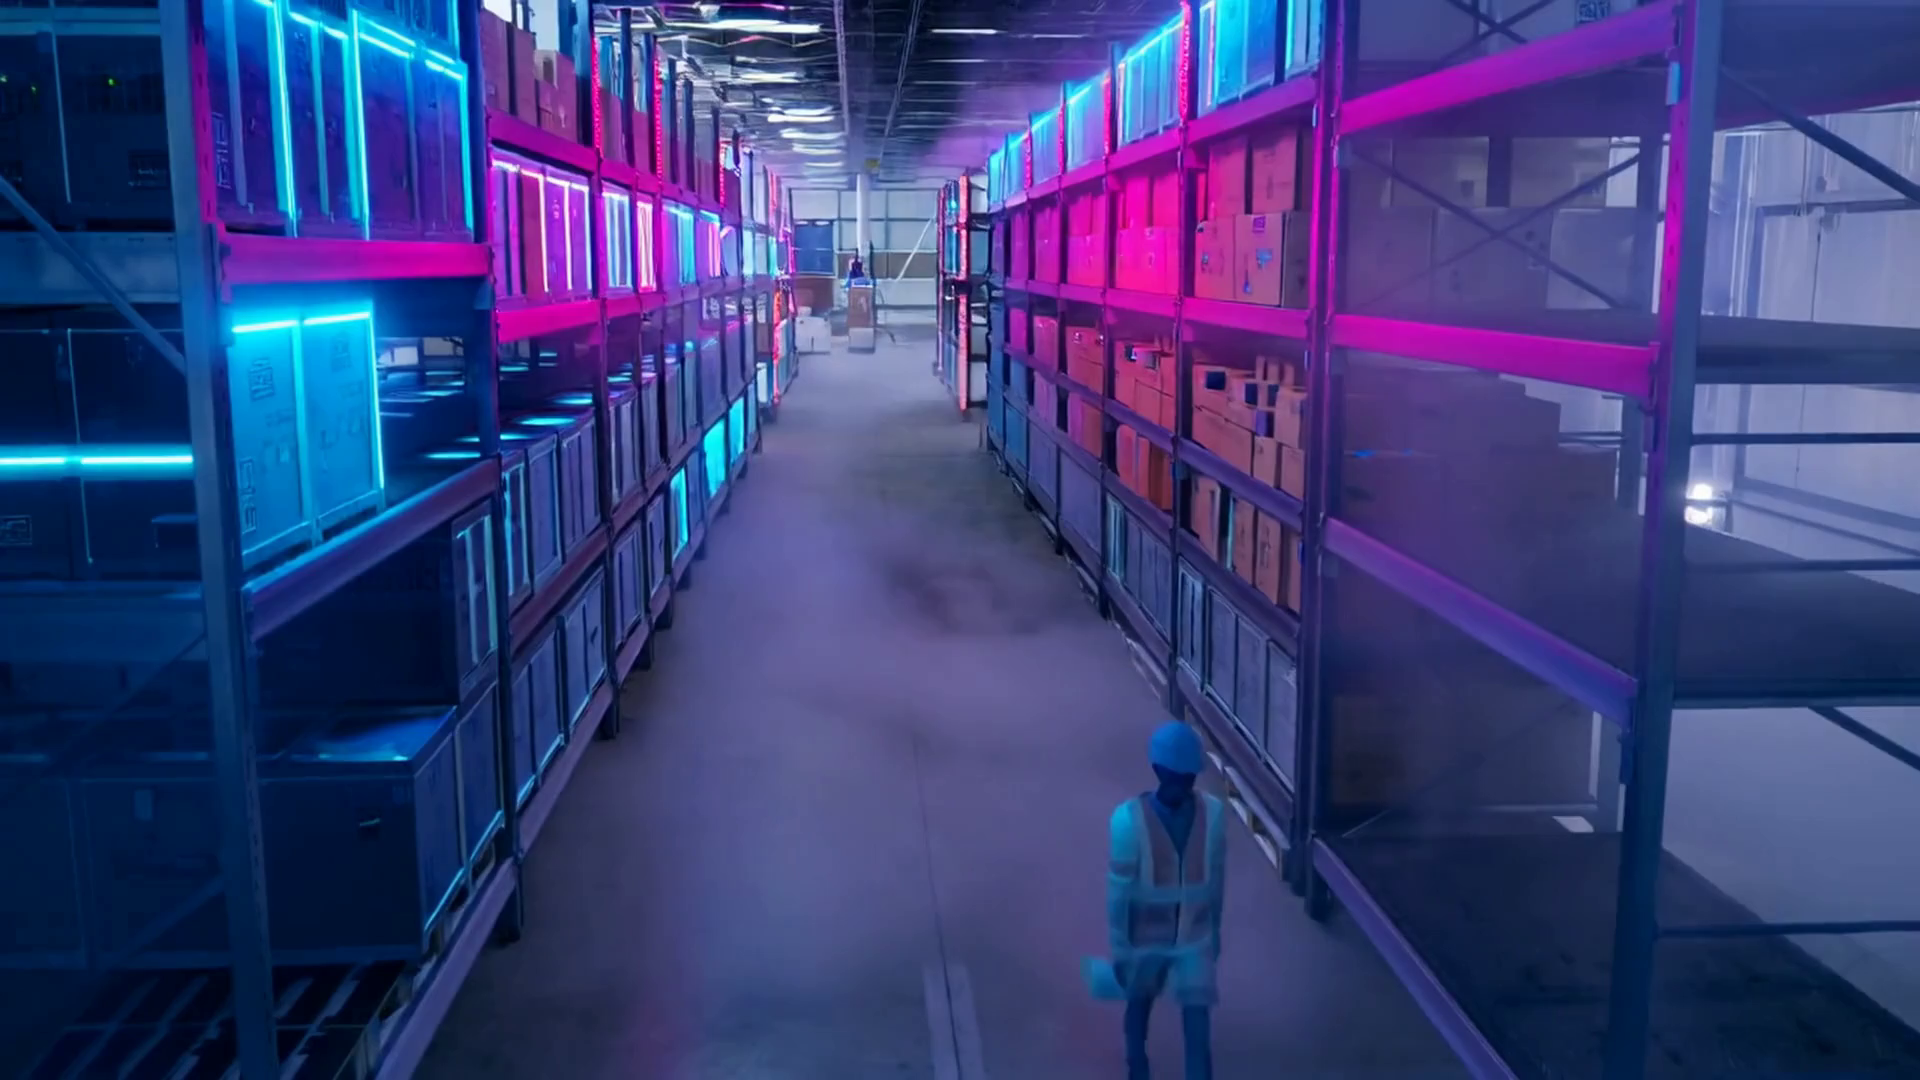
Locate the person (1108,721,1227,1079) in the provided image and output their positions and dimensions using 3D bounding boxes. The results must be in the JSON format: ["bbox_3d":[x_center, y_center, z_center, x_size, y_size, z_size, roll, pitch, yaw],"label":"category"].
[{"bbox_3d":[0.923,1.711,7.195,0.568,1.885,1.002,-2,10,-13],"label":"person"}]

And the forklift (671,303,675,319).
[{"bbox_3d":[-9.959,-6.964,56.068,1.129,2.768,1.873,2,10,12],"label":"forklift"}]

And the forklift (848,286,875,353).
[{"bbox_3d":[-4.131,-9.270,69.840,1.129,2.768,1.873,-1,10,-3],"label":"forklift"}]

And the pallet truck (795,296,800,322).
[{"bbox_3d":[-8.622,-12.439,91.403,1.885,1.965,0.823,2,10,13],"label":"pallet truck"}]

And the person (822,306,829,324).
[{"bbox_3d":[-6.574,-10.586,81.259,0.321,1.689,0.530,-4,10,-23],"label":"person"}]

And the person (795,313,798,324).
[{"bbox_3d":[-7.346,-9.253,72.550,0.635,1.936,0.352,5,11,29],"label":"person"}]
